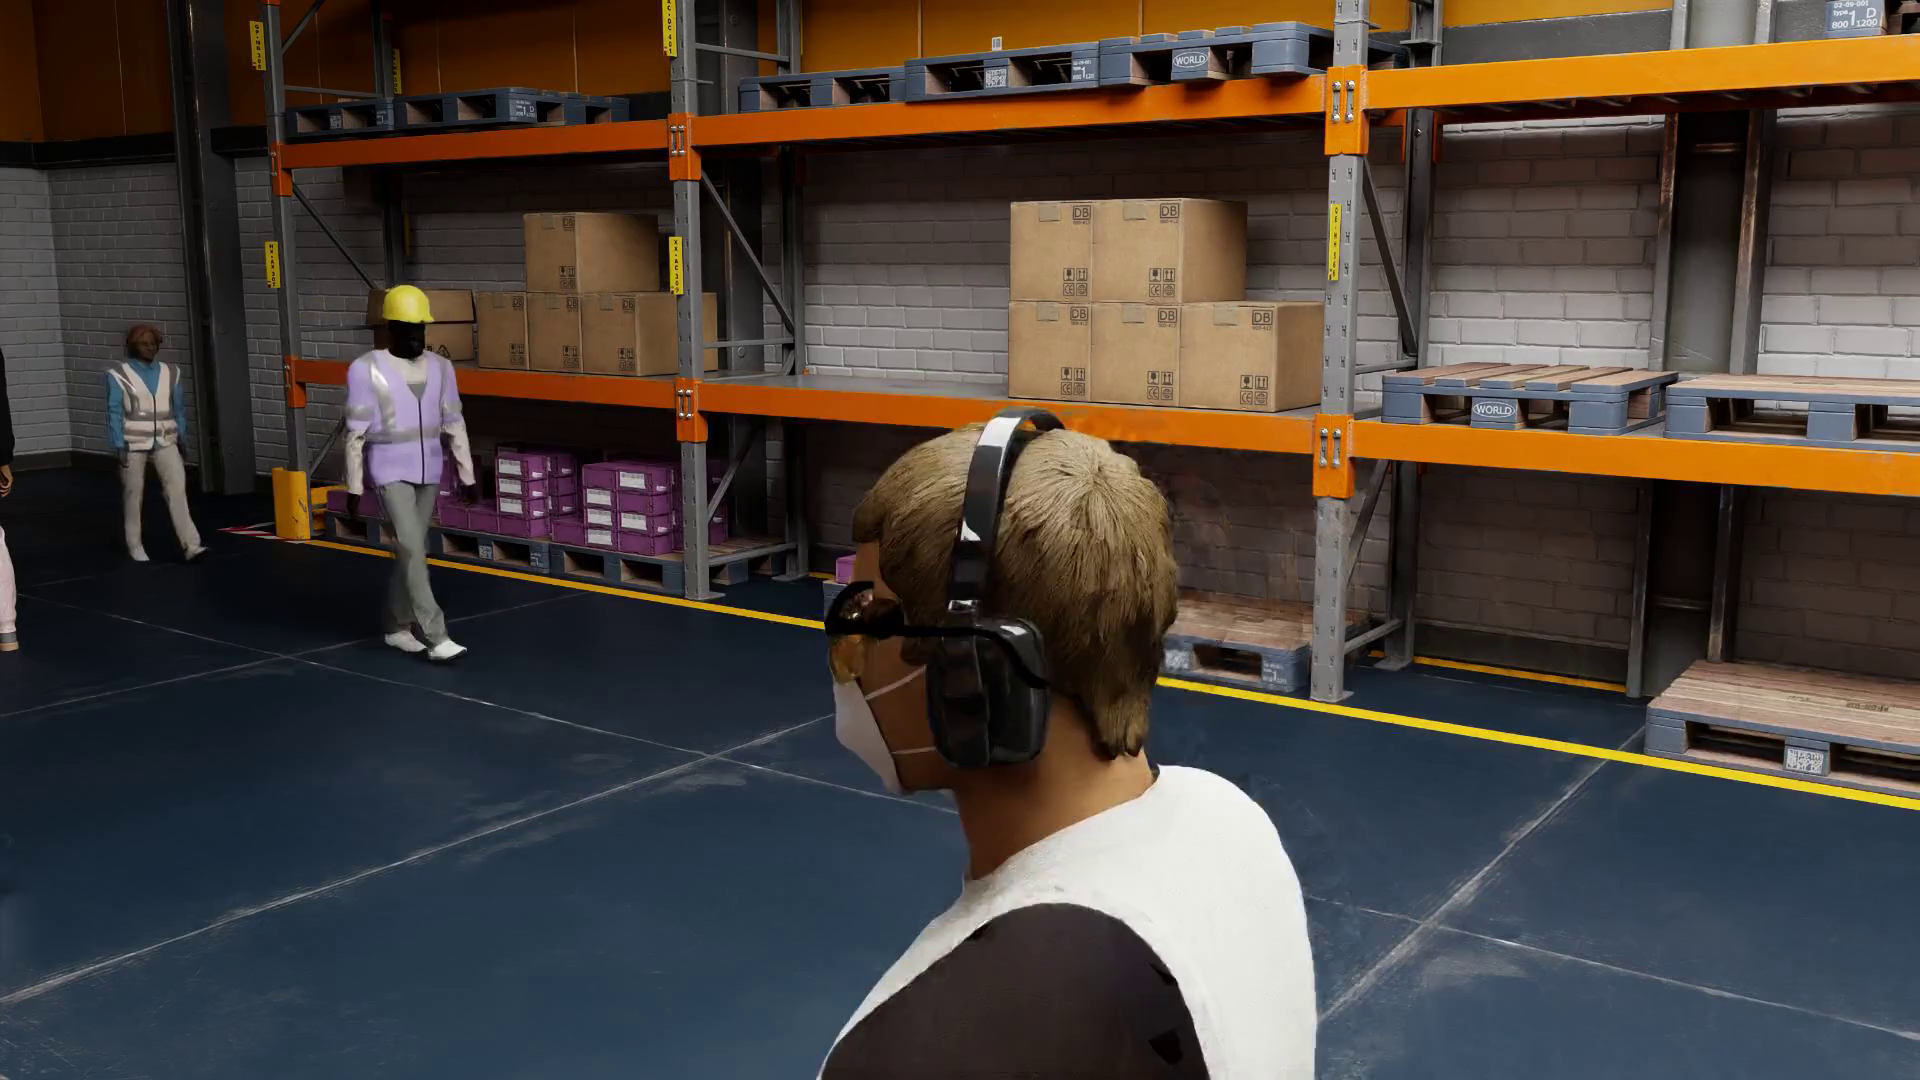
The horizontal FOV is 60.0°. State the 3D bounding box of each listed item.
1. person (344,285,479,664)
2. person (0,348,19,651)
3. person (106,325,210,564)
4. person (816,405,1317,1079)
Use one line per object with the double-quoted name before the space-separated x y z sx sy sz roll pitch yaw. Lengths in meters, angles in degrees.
"person" -2.688 -0.318 8.359 0.896 1.889 0.617 7 12 35
"person" -5.133 -0.383 8.455 0.395 1.992 0.622 5 11 30
"person" -5.332 -0.612 11.010 0.865 1.594 0.543 8 13 41
"person" 0.136 0.865 1.235 0.534 1.928 0.631 4 10 23
